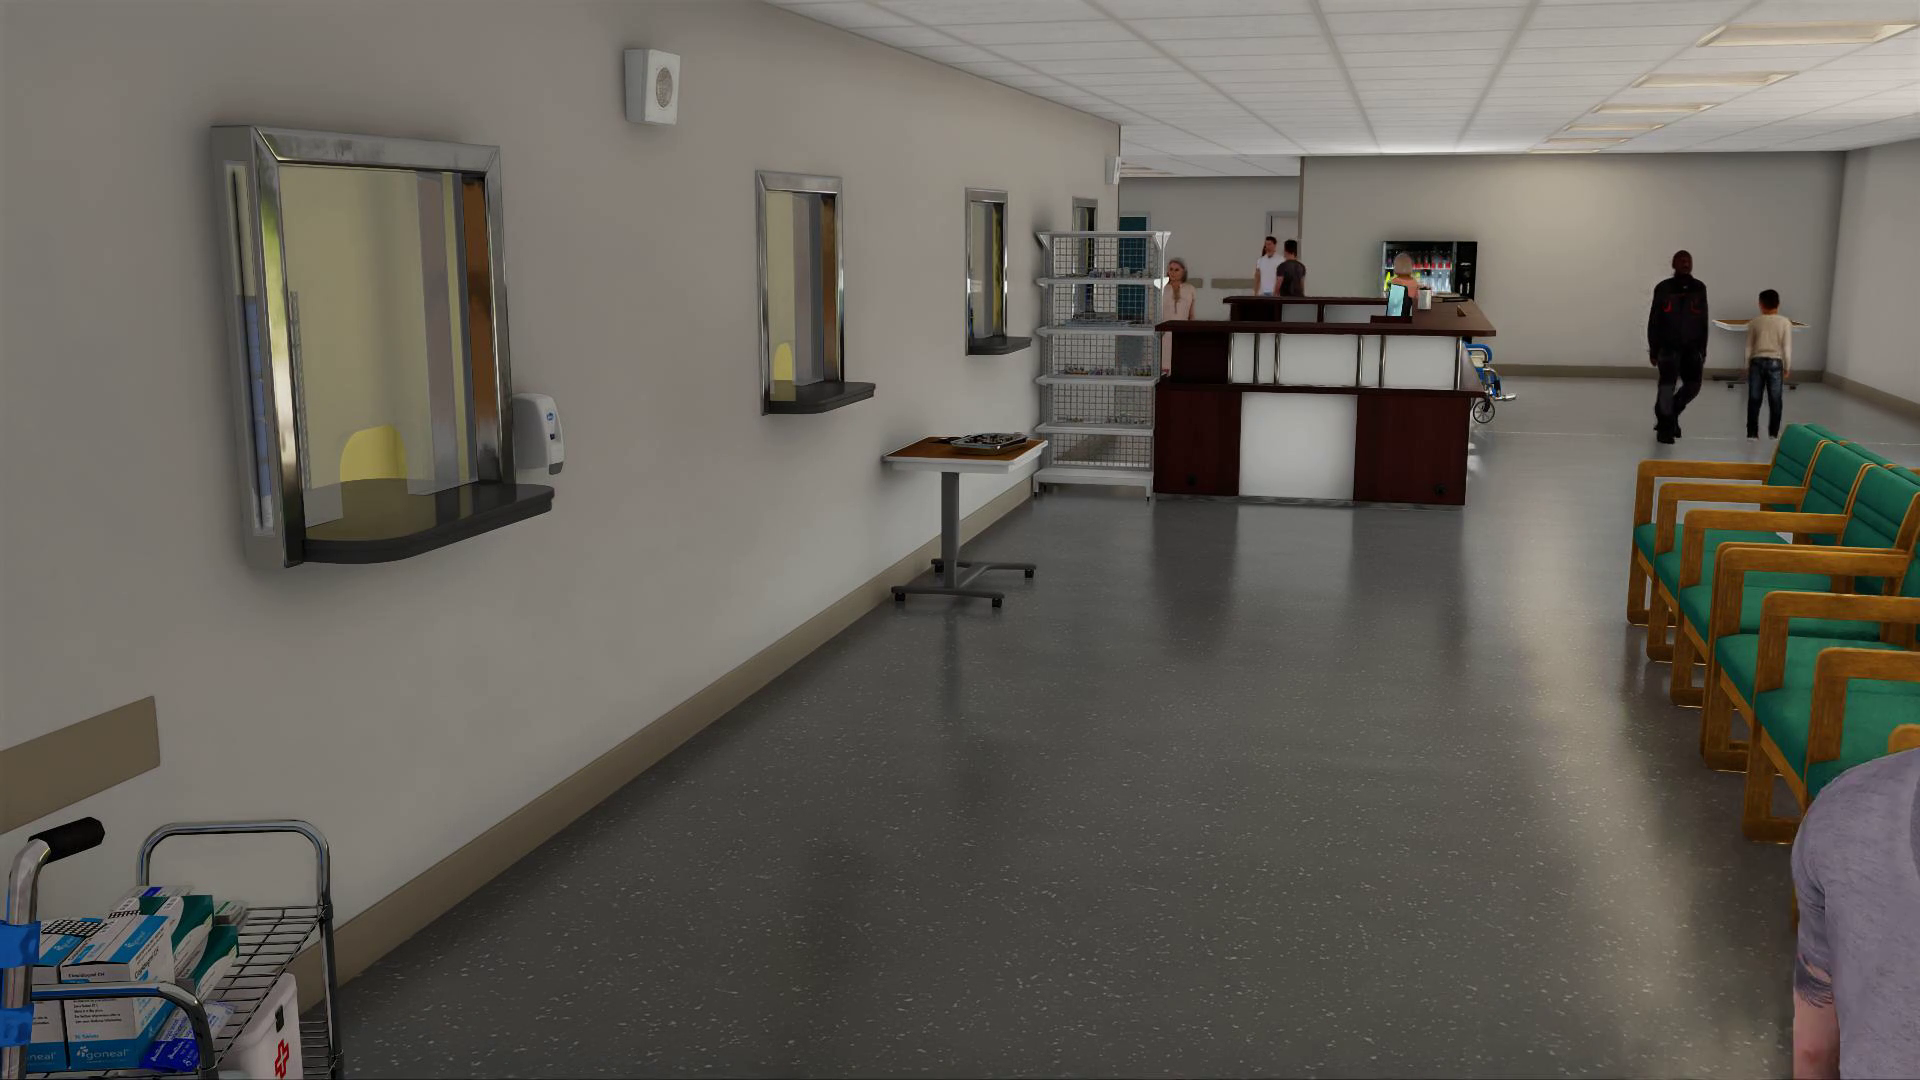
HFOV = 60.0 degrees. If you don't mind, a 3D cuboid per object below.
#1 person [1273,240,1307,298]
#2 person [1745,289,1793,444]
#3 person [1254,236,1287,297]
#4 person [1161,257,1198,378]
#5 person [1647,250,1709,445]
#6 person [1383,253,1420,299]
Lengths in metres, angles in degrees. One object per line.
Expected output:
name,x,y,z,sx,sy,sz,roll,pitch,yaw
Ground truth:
person,4.625,-3.203,22.968,0.854,1.835,0.912,-7,13,-34
person,7.527,-1.589,15.559,0.975,1.426,0.732,6,12,27
person,5.294,-4.190,28.197,1.126,1.825,1.018,9,14,39
person,2.182,-2.026,17.029,0.588,1.736,0.721,0,11,-2
person,6.802,-1.838,15.845,0.782,1.808,0.842,1,11,4
person,5.359,-2.586,20.124,1.129,1.683,1.125,-5,12,-23
